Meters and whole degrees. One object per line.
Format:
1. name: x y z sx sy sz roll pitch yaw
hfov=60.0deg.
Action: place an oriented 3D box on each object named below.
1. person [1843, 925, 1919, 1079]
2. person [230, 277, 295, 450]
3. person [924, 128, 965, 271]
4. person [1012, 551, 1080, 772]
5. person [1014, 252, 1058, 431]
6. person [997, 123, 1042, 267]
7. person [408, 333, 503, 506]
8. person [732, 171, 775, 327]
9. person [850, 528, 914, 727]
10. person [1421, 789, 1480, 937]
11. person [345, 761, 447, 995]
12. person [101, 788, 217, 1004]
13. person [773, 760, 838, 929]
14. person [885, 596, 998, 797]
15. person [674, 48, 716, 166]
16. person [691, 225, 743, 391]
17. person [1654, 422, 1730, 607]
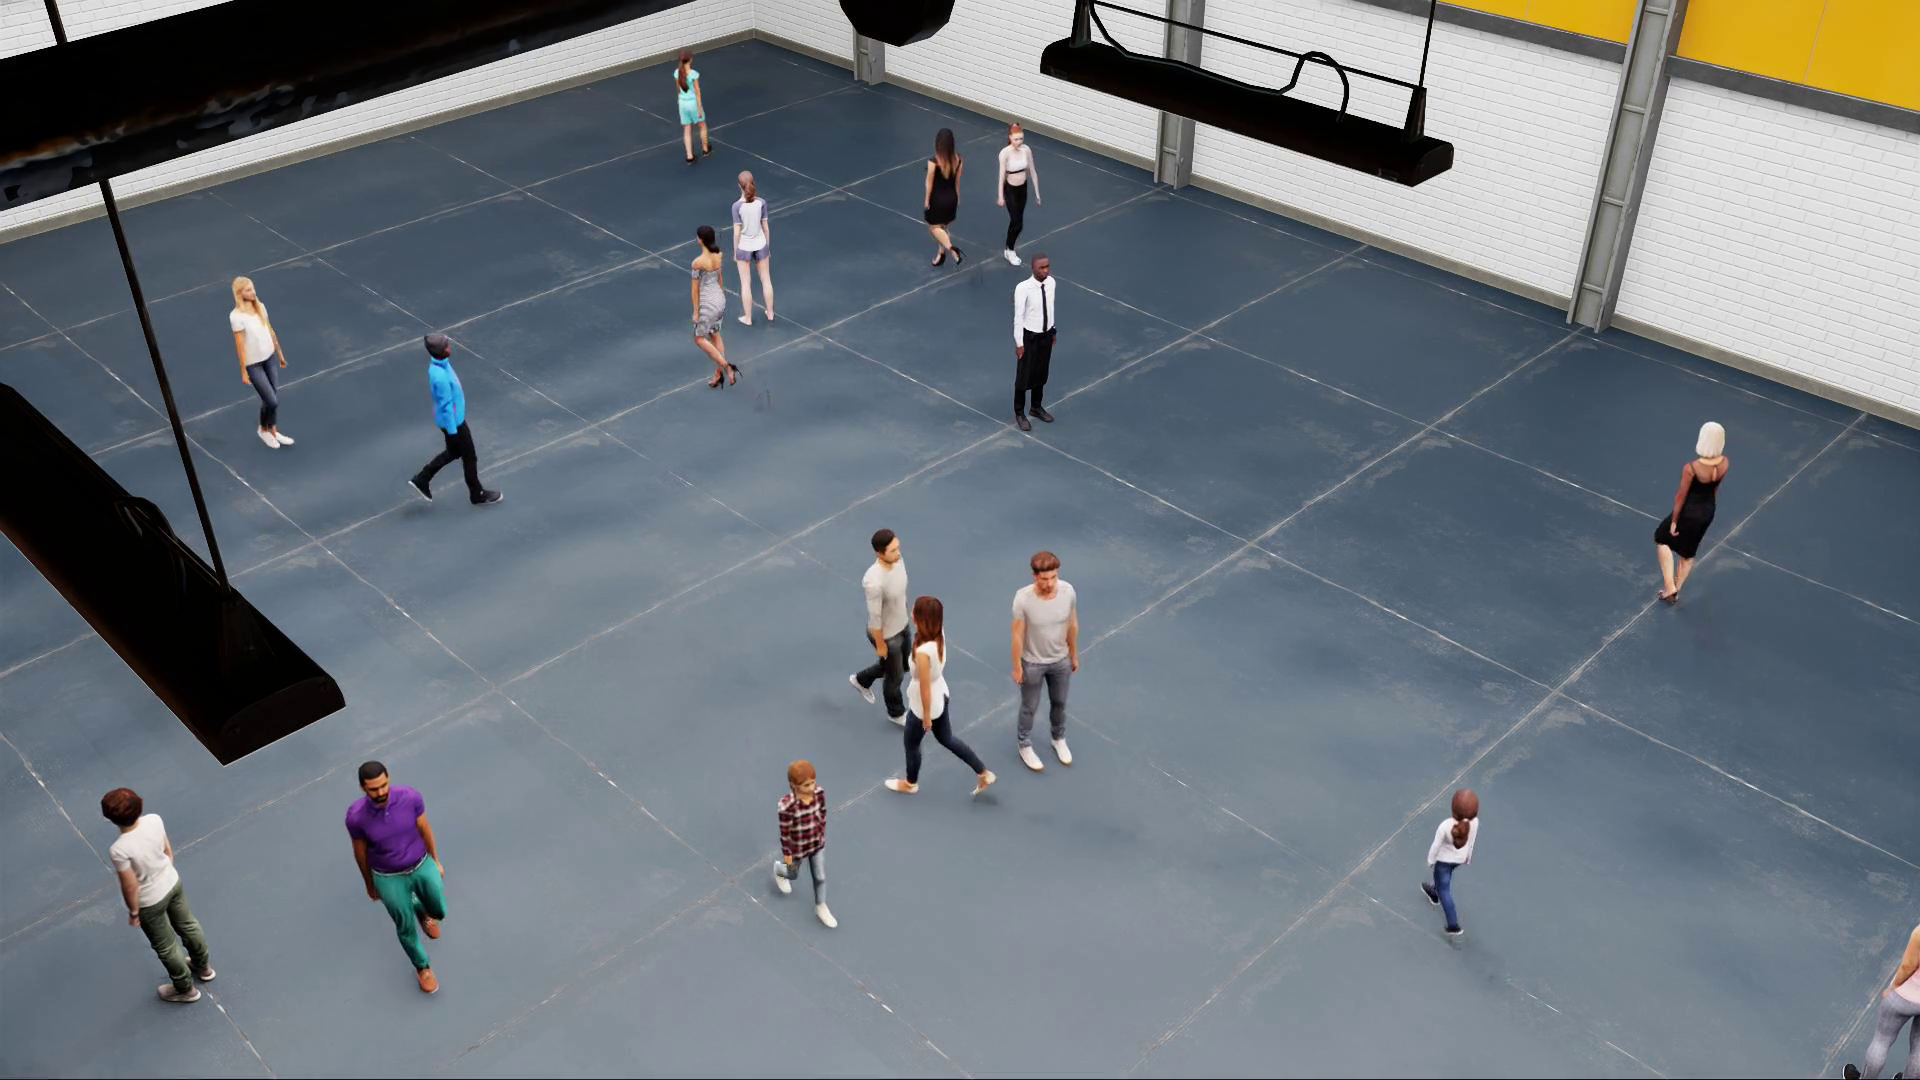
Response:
1. person: 5.531 2.622 9.562 0.606 1.726 0.697 8 34 11
2. person: -6.813 -1.691 15.987 0.752 1.796 0.728 10 35 15
3. person: -0.149 -3.923 19.436 0.705 1.695 0.846 -27 42 -34
4. person: 0.605 0.833 12.107 0.758 1.888 0.756 -10 35 -15
5. person: 0.746 -1.988 16.399 0.676 1.835 0.590 -22 39 -29
6. person: 0.595 -4.114 19.689 0.646 1.734 0.675 -23 40 -31
7. person: -4.686 -1.051 15.042 0.972 1.777 1.062 -10 35 -15
8. person: -2.293 -3.216 18.308 0.657 1.768 0.671 -14 36 -20
9. person: -0.616 0.647 12.470 0.973 1.796 0.853 11 35 16
10. person: 3.246 2.104 10.913 0.657 1.094 0.828 -10 35 -15
11. person: -3.517 2.024 10.432 0.742 1.759 0.915 -20 38 -27
12. person: -4.968 2.186 10.283 0.672 1.655 0.655 9 35 14
13. person: -1.072 1.948 10.971 0.632 1.289 0.892 -20 39 -28
14. person: -0.118 1.152 11.743 1.137 1.760 0.917 9 35 14
15. person: -3.676 -5.834 22.451 0.859 1.540 0.829 11 35 17
16. person: -2.470 -2.313 16.913 0.782 1.807 0.688 20 39 28
17. person: 6.076 -0.151 13.726 0.746 1.734 0.800 -6 34 -9
